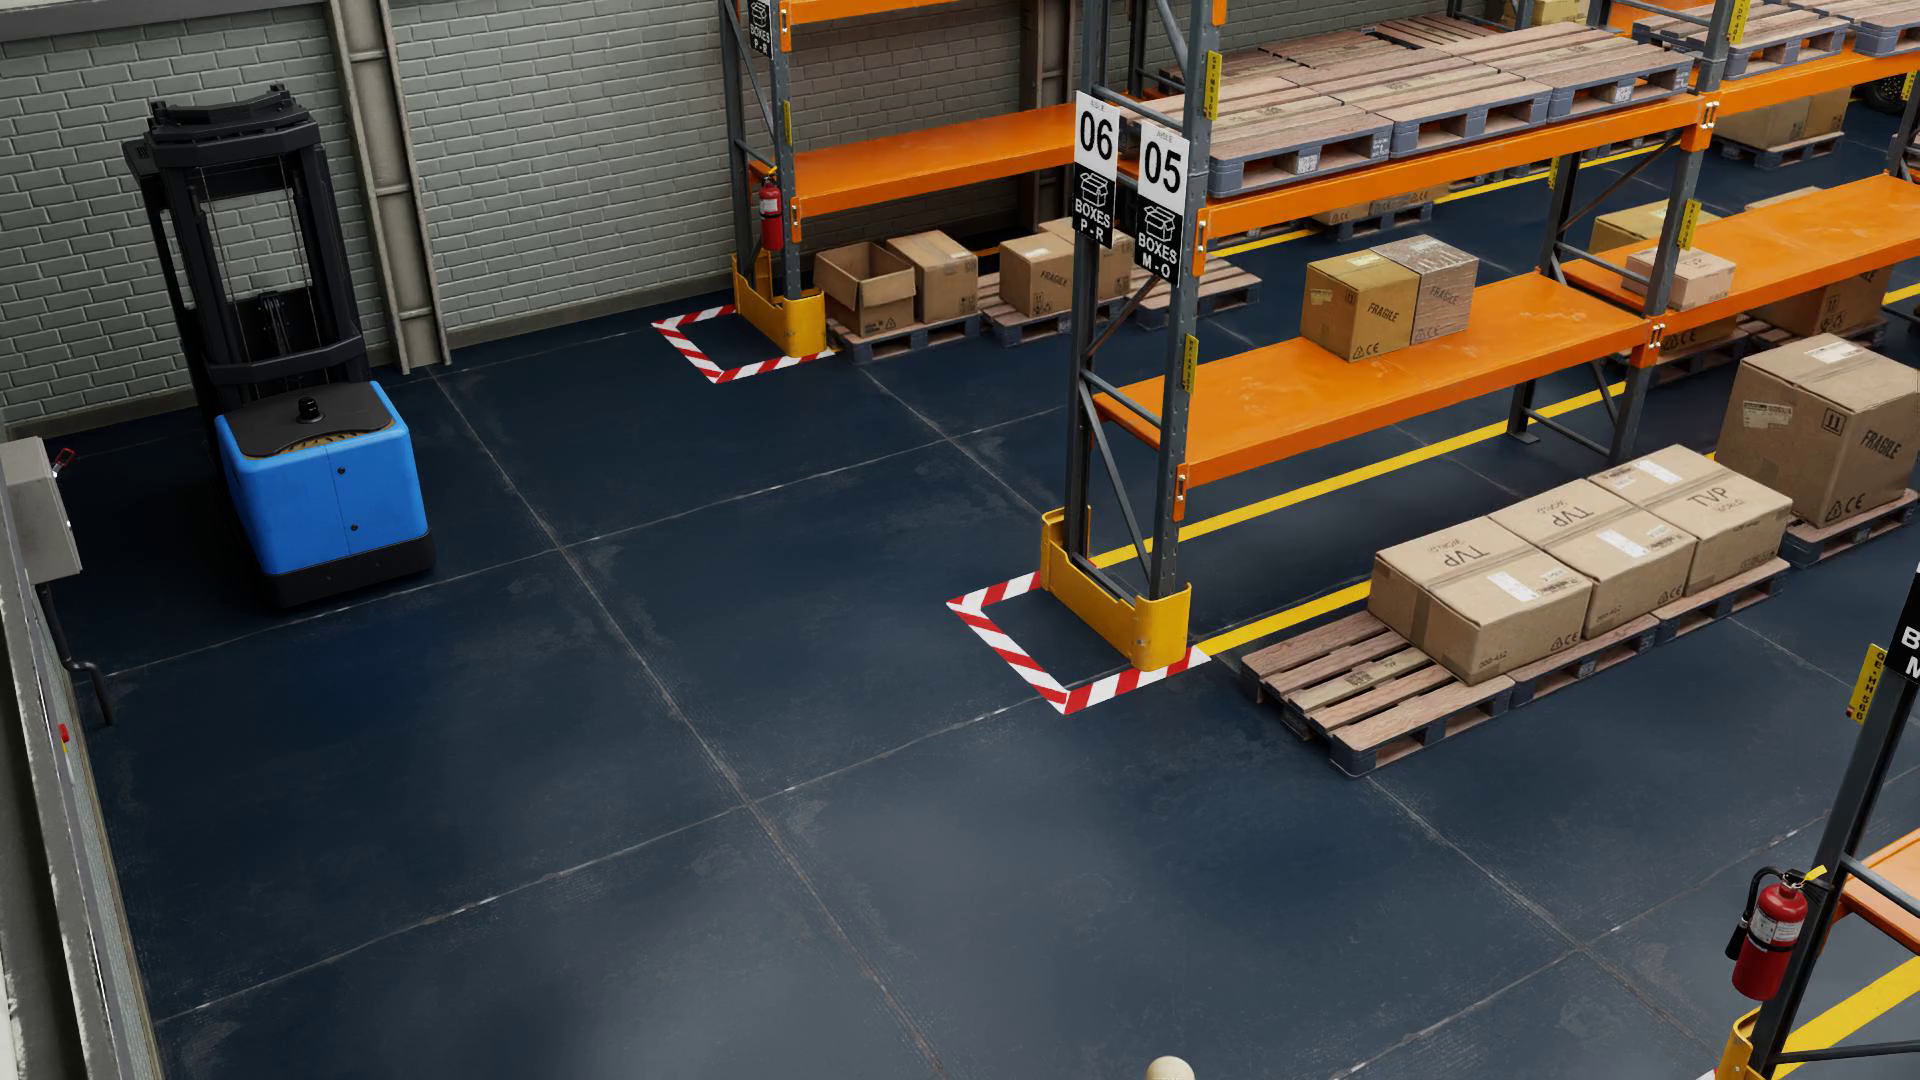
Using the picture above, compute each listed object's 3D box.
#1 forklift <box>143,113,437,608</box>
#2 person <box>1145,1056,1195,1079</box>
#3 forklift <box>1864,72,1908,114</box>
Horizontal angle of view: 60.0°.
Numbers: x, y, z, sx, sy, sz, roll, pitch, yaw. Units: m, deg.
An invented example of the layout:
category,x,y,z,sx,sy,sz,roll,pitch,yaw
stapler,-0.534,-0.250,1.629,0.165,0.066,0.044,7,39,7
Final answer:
category,x,y,z,sx,sy,sz,roll,pitch,yaw
forklift,-4.289,-1.259,10.509,1.129,2.768,1.873,-17,36,-26
person,0.630,2.371,5.655,0.587,1.797,0.396,-12,34,-19
forklift,11.468,-5.645,18.244,1.214,2.155,2.313,-17,36,-26
